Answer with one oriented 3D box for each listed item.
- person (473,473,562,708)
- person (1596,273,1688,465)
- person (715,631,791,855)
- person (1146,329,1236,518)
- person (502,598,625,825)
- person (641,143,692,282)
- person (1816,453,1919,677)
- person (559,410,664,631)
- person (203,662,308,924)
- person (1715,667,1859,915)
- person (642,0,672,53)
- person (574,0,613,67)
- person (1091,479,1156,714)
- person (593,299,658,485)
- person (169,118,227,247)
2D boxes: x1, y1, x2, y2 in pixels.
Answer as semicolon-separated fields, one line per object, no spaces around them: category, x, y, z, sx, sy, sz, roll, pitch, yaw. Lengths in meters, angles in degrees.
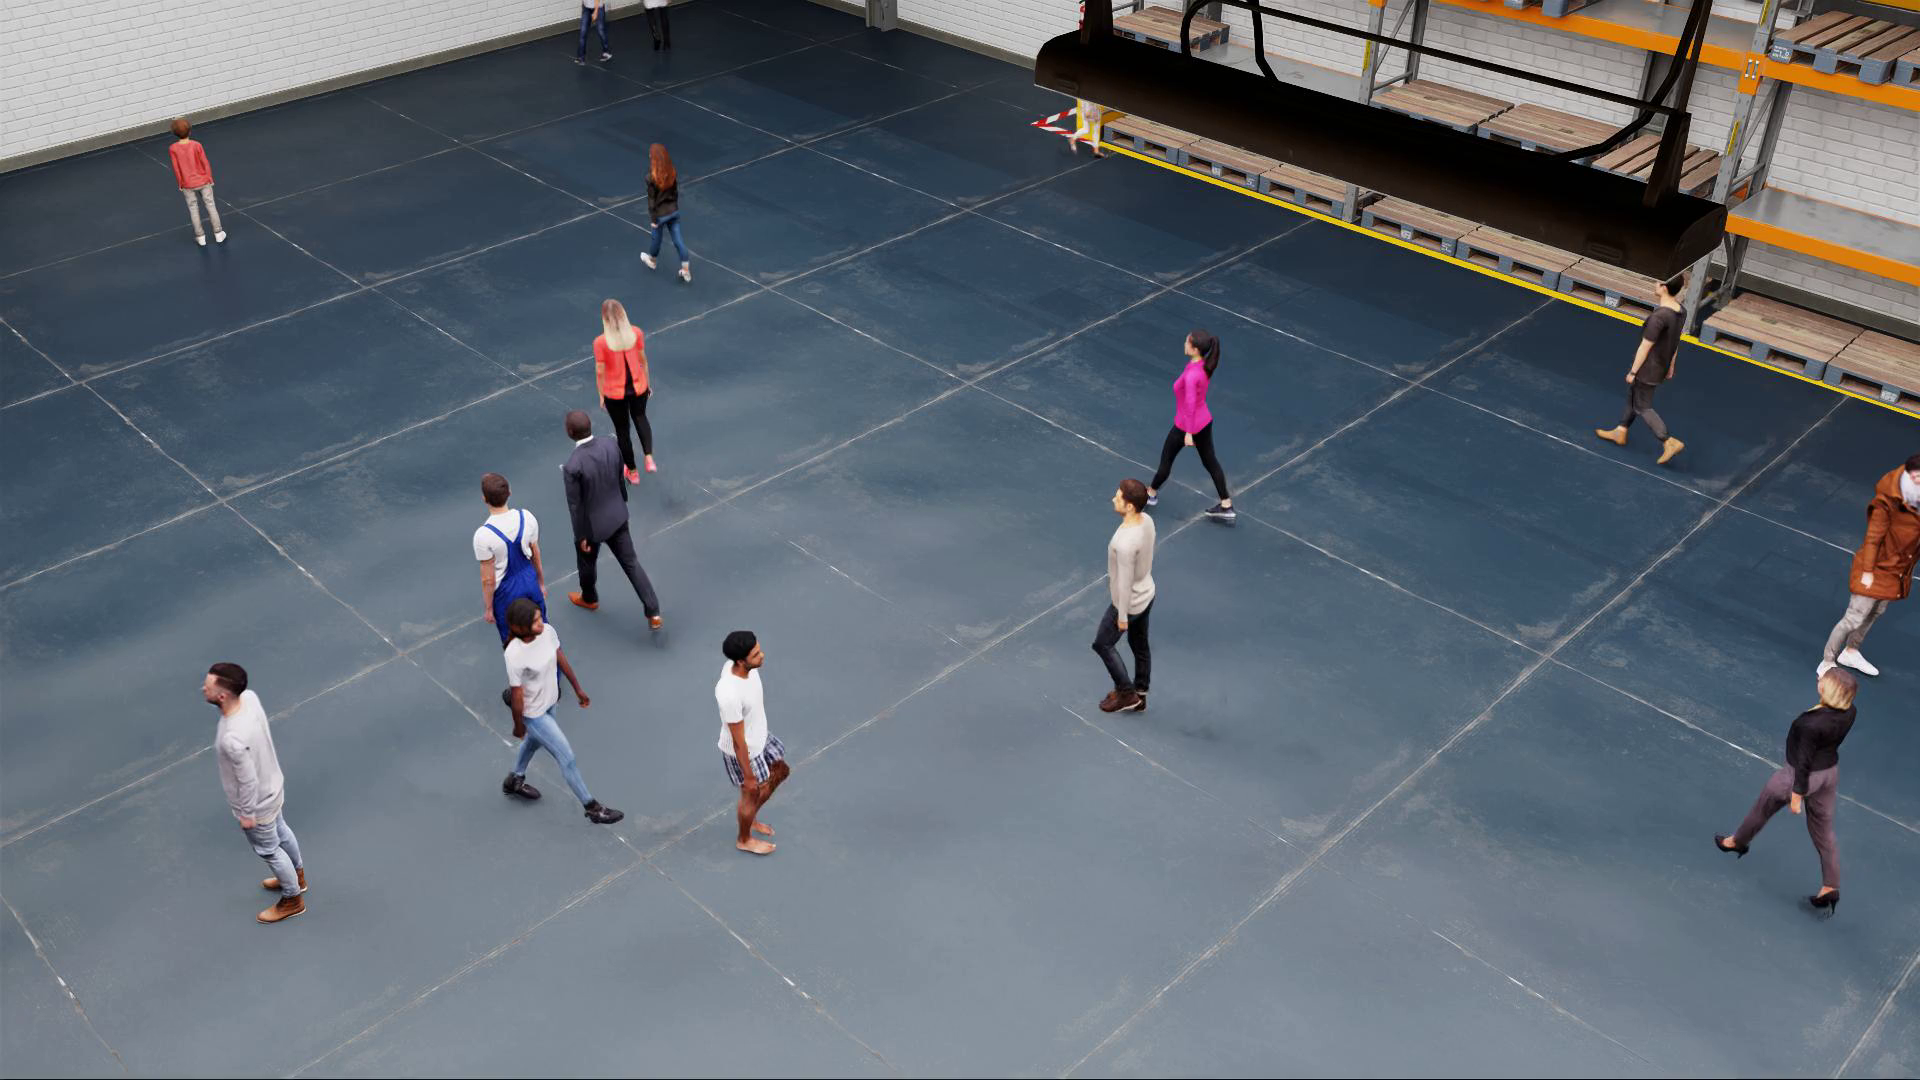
person;-3.035;0.362;11.343;0.619;1.850;0.545;-29;43;-36
person;5.991;-1.463;14.237;0.615;1.685;1.007;-29;43;-36
person;-1.377;1.237;10.148;0.816;1.714;0.779;4;34;6
person;1.960;-0.889;13.401;1.212;1.653;0.818;17;37;23
person;-2.710;1.054;10.459;1.210;1.675;0.973;9;35;13
person;-3.028;-3.385;17.350;0.597;1.438;0.962;-27;42;-34
person;6.432;0.188;11.617;0.777;1.835;0.777;-17;37;-24
person;-2.544;-0.099;12.080;1.199;1.800;0.759;28;42;35
person;-4.109;1.453;9.709;0.828;1.841;0.715;-6;34;-9
person;5.086;1.503;9.826;0.824;1.628;1.109;-15;36;-21
person;-4.359;-7.803;23.681;0.886;1.789;0.984;-6;34;-9
person;-5.135;-7.498;23.464;1.023;1.521;0.905;11;35;15
person;1.234;0.428;11.238;0.703;1.855;0.722;16;37;22
person;-2.745;-1.194;13.830;0.686;1.688;0.747;-18;38;-26
person;-8.367;-3.926;18.185;0.589;1.416;0.601;-12;36;-18
